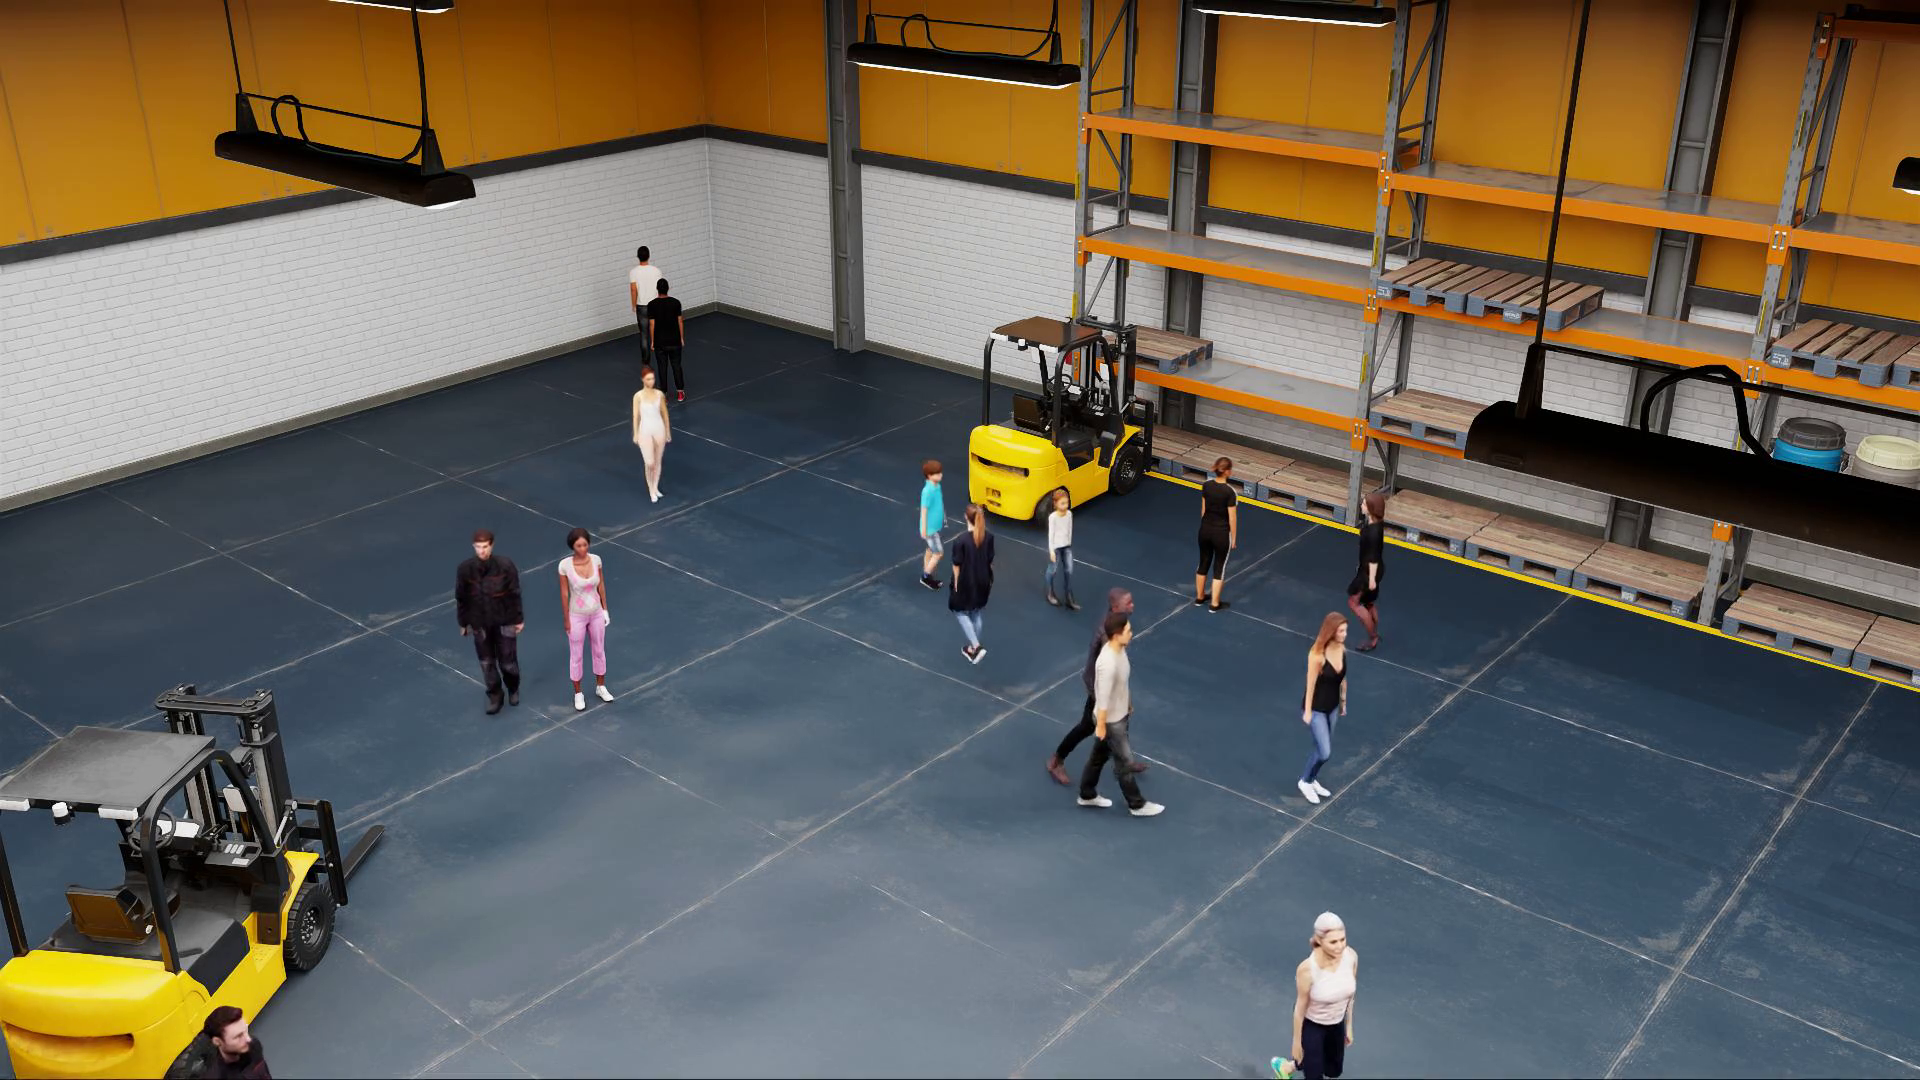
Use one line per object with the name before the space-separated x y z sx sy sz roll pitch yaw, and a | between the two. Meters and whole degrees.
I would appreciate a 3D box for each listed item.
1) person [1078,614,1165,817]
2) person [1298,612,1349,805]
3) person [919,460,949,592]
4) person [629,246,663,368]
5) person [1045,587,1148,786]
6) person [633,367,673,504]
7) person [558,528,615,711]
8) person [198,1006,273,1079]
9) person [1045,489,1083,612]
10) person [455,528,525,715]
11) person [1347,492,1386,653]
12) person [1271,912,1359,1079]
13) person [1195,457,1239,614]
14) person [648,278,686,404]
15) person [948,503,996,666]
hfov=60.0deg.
person | 1.139 1.416 13.513 1.094 1.791 0.956 5 24 10
person | 2.938 1.352 13.760 0.634 1.709 0.642 -19 30 -37
person | -0.364 -0.178 17.596 0.622 1.441 0.597 7 24 15
person | -4.626 -3.472 24.678 0.722 1.804 0.754 -4 24 -10
person | 1.133 1.231 13.923 1.240 1.801 1.093 4 24 10
person | -3.717 -1.291 19.905 0.692 1.631 0.757 -13 27 -28
person | -3.432 0.696 15.217 0.632 1.745 0.609 -14 27 -29
person | -3.910 3.327 9.013 1.200 1.893 0.966 6 24 14
person | 0.985 0.072 17.203 0.620 1.297 0.816 -14 27 -30
person | -4.217 0.704 15.096 0.864 1.827 0.930 -1 24 -2
person | 4.062 0.336 16.102 0.730 1.695 0.701 7 24 15
person | 2.143 2.938 10.157 0.787 1.689 0.965 -13 27 -26
person | 2.620 -0.068 17.060 0.474 1.668 0.655 22 32 40
person | -4.076 -2.784 23.161 0.730 1.758 0.759 -7 24 -15
person | 0.155 0.455 15.858 0.827 1.672 0.948 -10 25 -21
